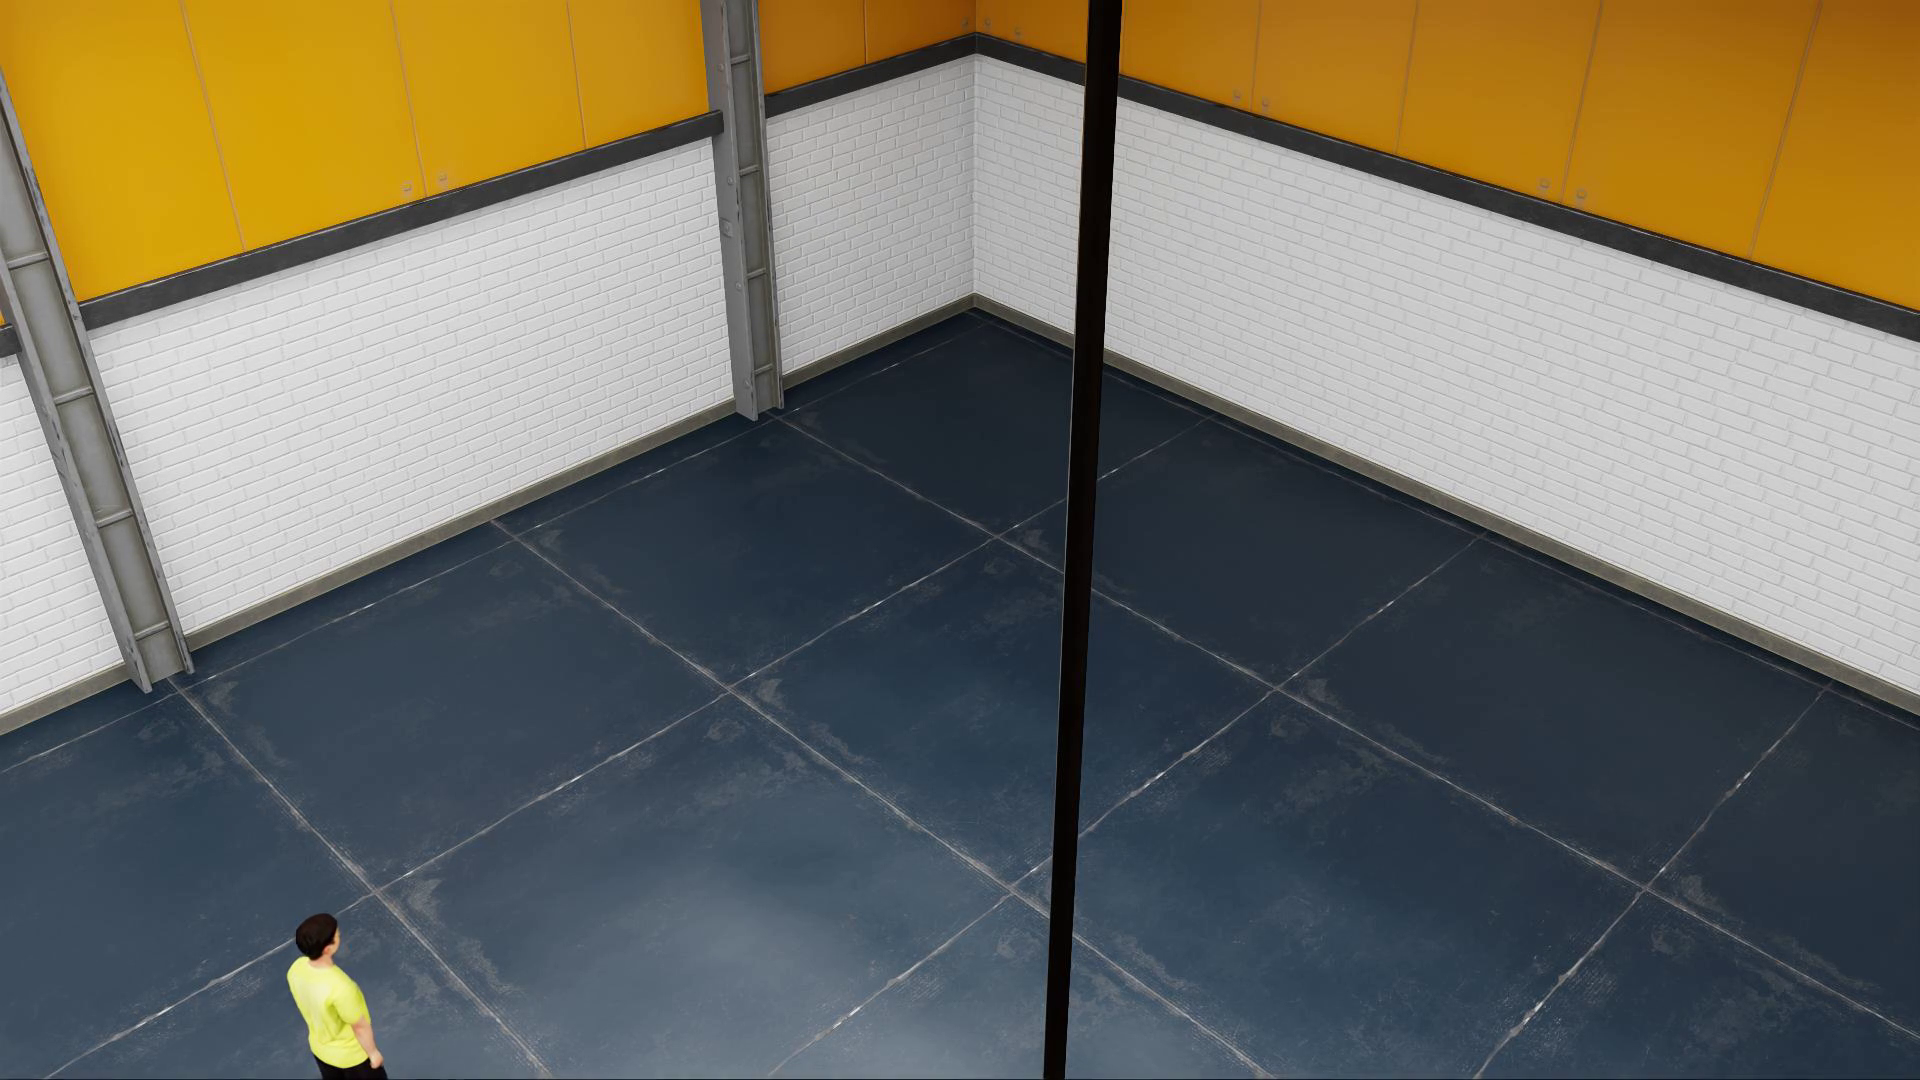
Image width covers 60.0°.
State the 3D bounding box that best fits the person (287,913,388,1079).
[{"bbox_3d":[-3.341,2.693,8.965,0.680,1.706,0.615,17,37,24],"label":"person"}]
